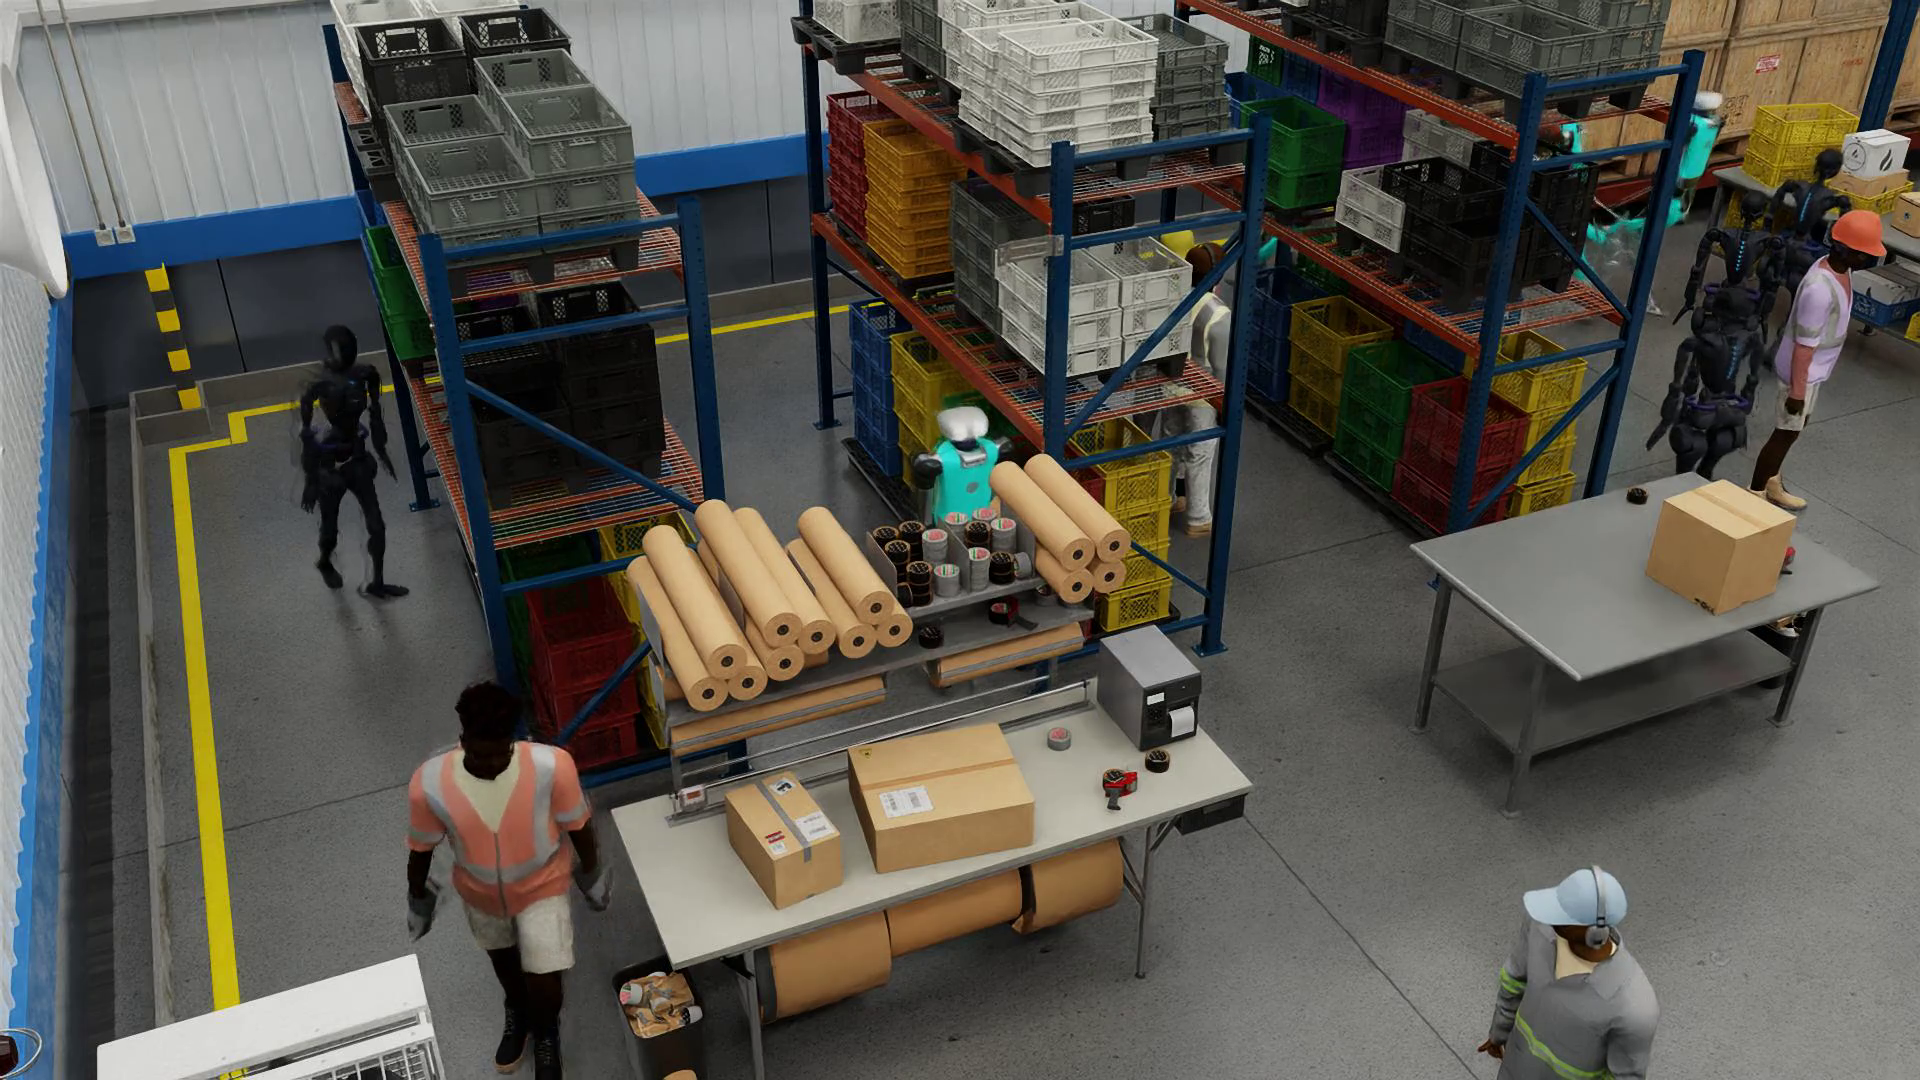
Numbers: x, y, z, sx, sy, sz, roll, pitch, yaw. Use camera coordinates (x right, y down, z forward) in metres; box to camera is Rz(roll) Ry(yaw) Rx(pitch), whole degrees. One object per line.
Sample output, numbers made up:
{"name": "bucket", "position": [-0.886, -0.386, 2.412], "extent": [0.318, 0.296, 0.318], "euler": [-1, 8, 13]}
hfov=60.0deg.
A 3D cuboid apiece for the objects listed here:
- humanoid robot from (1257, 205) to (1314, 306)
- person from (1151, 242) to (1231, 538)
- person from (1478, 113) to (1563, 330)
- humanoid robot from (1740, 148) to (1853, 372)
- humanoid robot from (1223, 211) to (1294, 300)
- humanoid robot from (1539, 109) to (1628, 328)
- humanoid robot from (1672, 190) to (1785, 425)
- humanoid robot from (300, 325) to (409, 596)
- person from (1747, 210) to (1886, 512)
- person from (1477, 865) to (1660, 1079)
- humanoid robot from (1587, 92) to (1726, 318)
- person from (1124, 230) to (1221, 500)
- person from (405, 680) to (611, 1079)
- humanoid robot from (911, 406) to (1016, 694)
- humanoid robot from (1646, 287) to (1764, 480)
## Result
{"name": "humanoid robot", "position": [2.437, -2.500, 12.669], "extent": [0.668, 1.832, 0.543], "euler": [0, 32, 0]}
{"name": "person", "position": [1.405, -0.893, 9.921], "extent": [0.430, 1.845, 0.619], "euler": [-21, 37, -30]}
{"name": "person", "position": [3.973, -2.164, 11.967], "extent": [0.357, 1.876, 0.700], "euler": [-8, 32, -12]}
{"name": "humanoid robot", "position": [5.901, -1.984, 11.860], "extent": [0.614, 1.636, 0.497], "euler": [26, 40, 36]}
{"name": "humanoid robot", "position": [2.427, -2.620, 12.899], "extent": [0.641, 1.639, 0.589], "euler": [3, 32, 5]}
{"name": "humanoid robot", "position": [4.758, -2.408, 12.519], "extent": [0.873, 1.776, 0.538], "euler": [9, 33, 15]}
{"name": "humanoid robot", "position": [5.103, -1.527, 11.093], "extent": [0.599, 1.657, 0.315], "euler": [15, 35, 22]}
{"name": "humanoid robot", "position": [-3.520, -0.445, 9.384], "extent": [0.638, 1.627, 0.631], "euler": [21, 37, 30]}
{"name": "person", "position": [5.091, -1.013, 9.947], "extent": [0.404, 2.028, 0.610], "euler": [20, 37, 29]}
{"name": "person", "position": [1.951, 1.798, 5.542], "extent": [0.388, 1.849, 0.597], "euler": [-12, 34, -18]}
{"name": "humanoid robot", "position": [5.283, -2.675, 12.938], "extent": [0.569, 1.775, 0.934], "euler": [-23, 39, -33]}
{"name": "person", "position": [1.284, -1.080, 10.233], "extent": [0.599, 1.829, 0.404], "euler": [1, 32, 1]}
{"name": "person", "position": [-1.712, 1.325, 6.223], "extent": [0.768, 1.932, 0.629], "euler": [-2, 32, -4]}
{"name": "humanoid robot", "position": [-0.094, 0.076, 8.519], "extent": [0.538, 1.856, 0.745], "euler": [-15, 35, -22]}
{"name": "humanoid robot", "position": [4.375, -0.671, 9.727], "extent": [0.597, 1.648, 0.374], "euler": [-4, 32, -6]}
